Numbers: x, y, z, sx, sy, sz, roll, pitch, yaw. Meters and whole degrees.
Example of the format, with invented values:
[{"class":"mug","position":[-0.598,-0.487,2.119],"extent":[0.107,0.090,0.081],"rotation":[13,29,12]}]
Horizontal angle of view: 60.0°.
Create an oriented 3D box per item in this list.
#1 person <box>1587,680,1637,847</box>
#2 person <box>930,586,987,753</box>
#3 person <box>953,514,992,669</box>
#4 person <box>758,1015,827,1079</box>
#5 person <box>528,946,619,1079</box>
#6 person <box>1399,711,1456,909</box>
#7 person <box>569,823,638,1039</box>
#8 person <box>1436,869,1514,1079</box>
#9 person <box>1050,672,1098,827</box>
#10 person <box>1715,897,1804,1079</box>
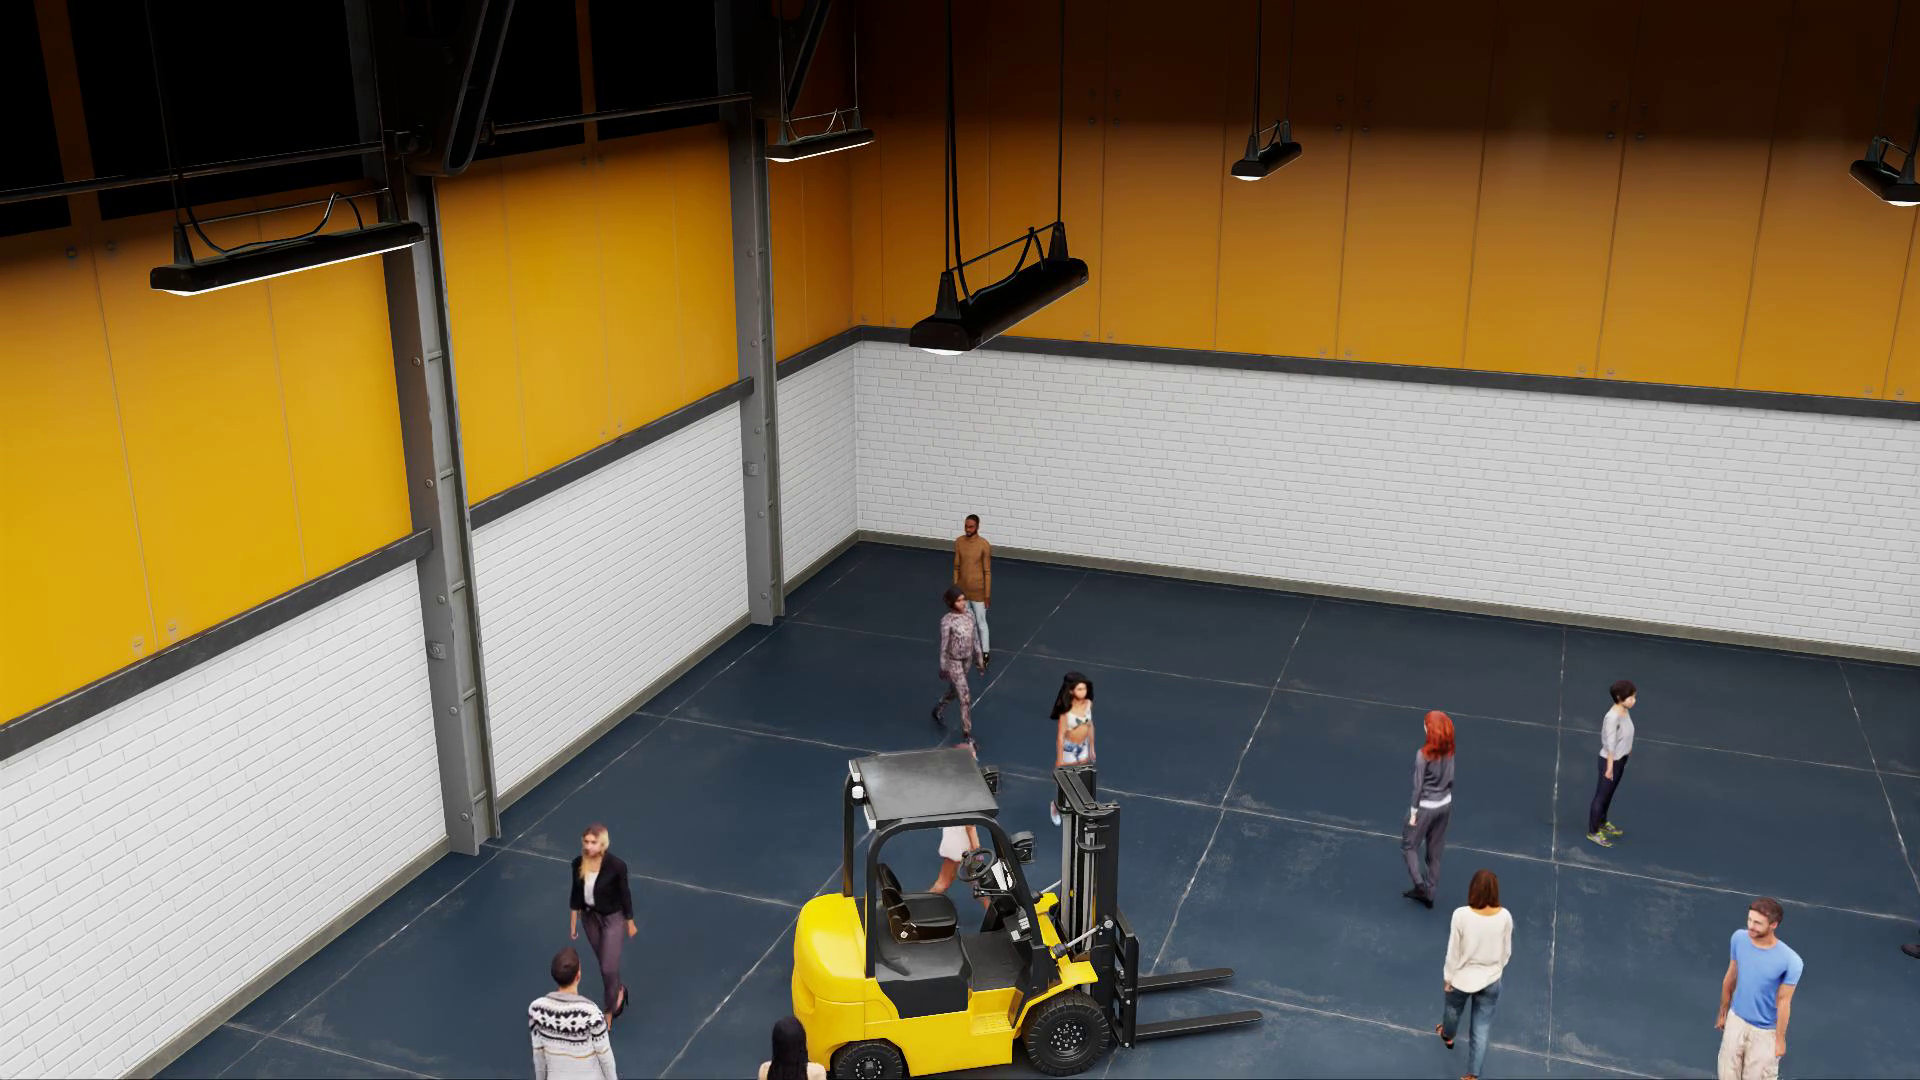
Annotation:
[{"class":"person","position":[5.916,1.985,15.088],"extent":[0.659,1.553,0.504],"rotation":[13,23,35]},{"class":"person","position":[-0.059,1.268,17.024],"extent":[1.151,1.675,1.044],"rotation":[-14,23,-36]},{"class":"person","position":[0.148,0.563,18.899],"extent":[0.641,1.814,0.565],"rotation":[9,21,25]},{"class":"person","position":[-0.980,3.614,9.910],"extent":[0.737,1.768,0.747],"rotation":[3,19,9]},{"class":"person","position":[-2.414,3.440,10.312],"extent":[0.662,1.843,1.139],"rotation":[7,20,20]},{"class":"person","position":[3.969,2.287,13.854],"extent":[0.696,1.767,0.752],"rotation":[-8,20,-22]},{"class":"person","position":[-2.609,2.833,12.407],"extent":[0.614,1.656,0.742],"rotation":[6,20,18]},{"class":"person","position":[3.603,3.115,11.580],"extent":[0.810,1.649,1.072],"rotation":[1,19,4]},{"class":"person","position":[0.986,1.926,15.164],"extent":[0.668,1.615,0.735],"rotation":[-16,24,-39]},{"class":"person","position":[5.337,3.187,11.053],"extent":[0.915,1.849,0.855],"rotation":[-11,22,-30]}]
